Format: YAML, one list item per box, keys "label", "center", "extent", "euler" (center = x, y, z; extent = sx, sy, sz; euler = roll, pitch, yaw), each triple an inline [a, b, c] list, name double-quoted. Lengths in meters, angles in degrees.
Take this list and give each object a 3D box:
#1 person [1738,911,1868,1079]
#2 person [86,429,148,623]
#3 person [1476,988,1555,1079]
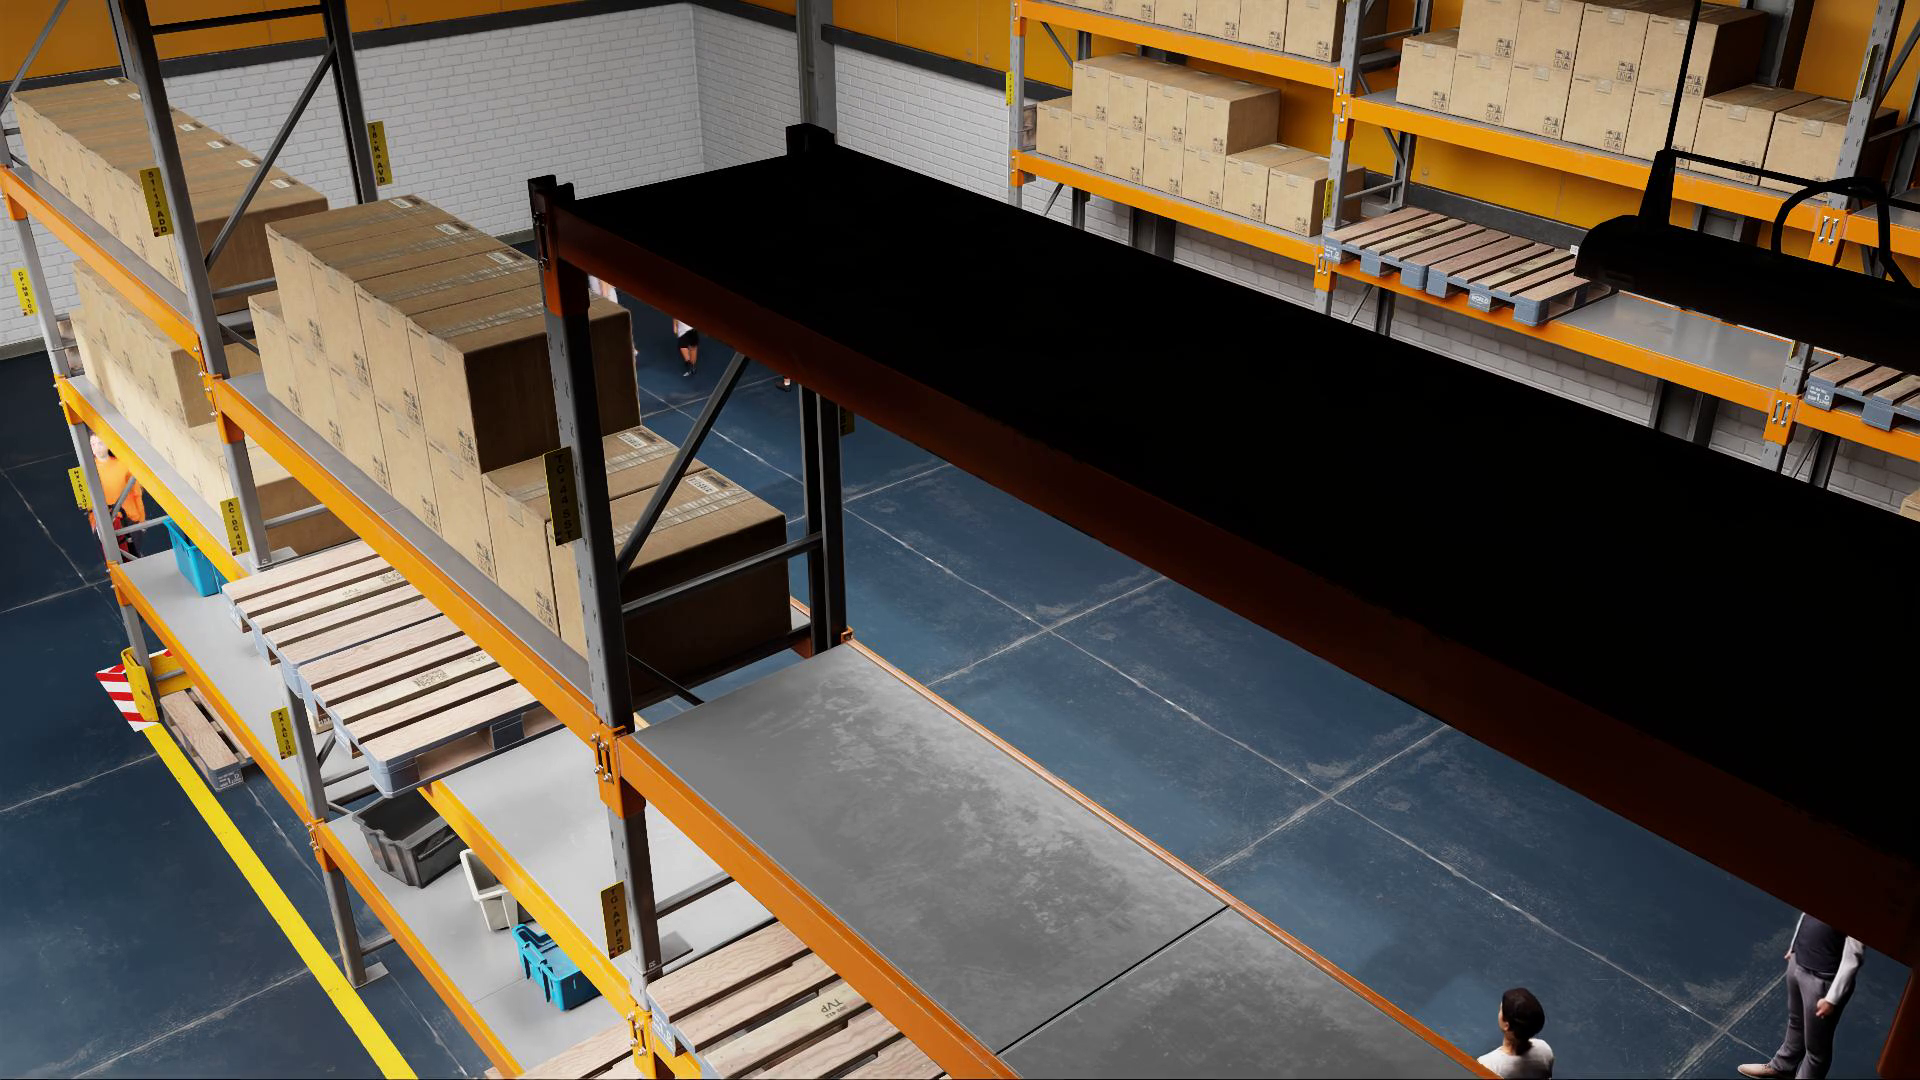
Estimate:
- label: "person"
  center: [4.726, 2.348, 9.104]
  extent: [0.795, 1.938, 0.728]
  euler: [2, 29, 3]
- label: "person"
  center: [-7.045, -0.180, 13.956]
  extent: [0.895, 1.730, 1.014]
  euler: [-4, 29, -7]
- label: "person"
  center: [2.697, 2.990, 8.202]
  extent: [0.730, 1.676, 1.116]
  euler: [-16, 33, -27]
